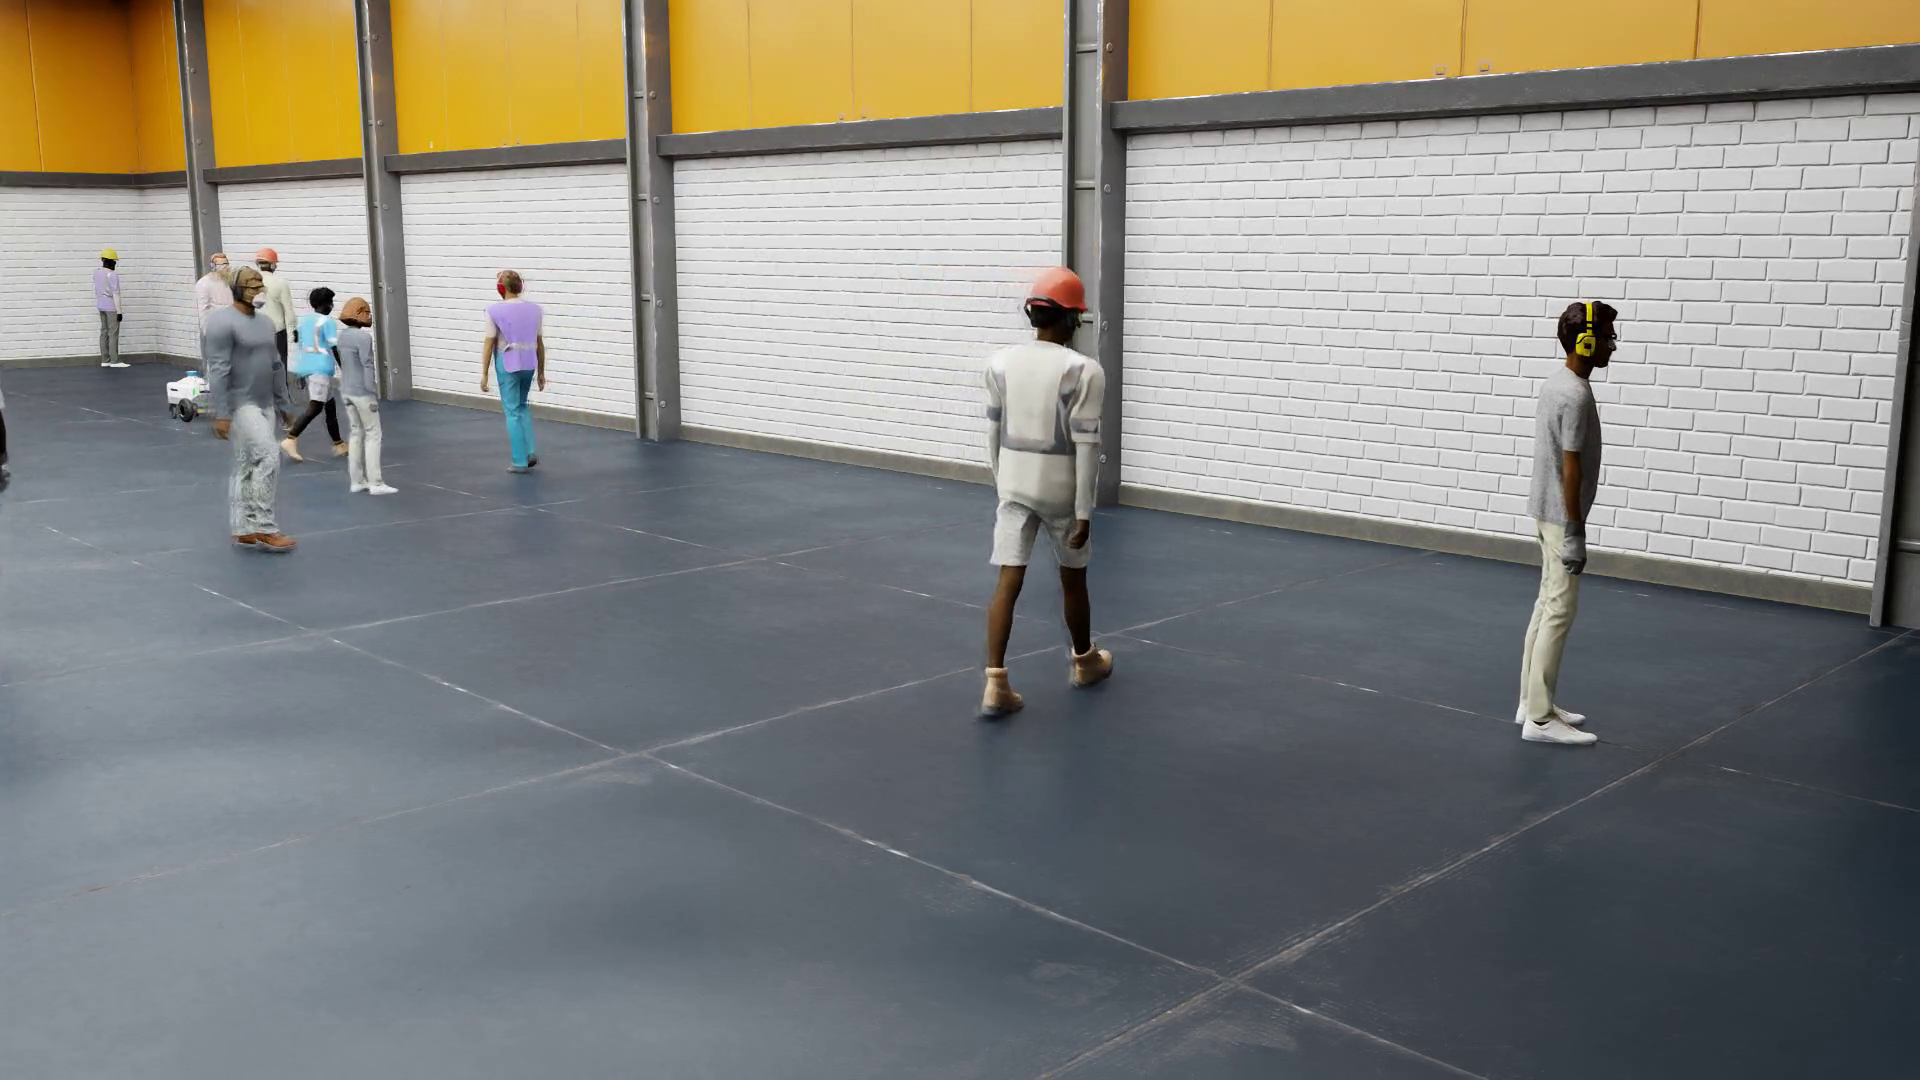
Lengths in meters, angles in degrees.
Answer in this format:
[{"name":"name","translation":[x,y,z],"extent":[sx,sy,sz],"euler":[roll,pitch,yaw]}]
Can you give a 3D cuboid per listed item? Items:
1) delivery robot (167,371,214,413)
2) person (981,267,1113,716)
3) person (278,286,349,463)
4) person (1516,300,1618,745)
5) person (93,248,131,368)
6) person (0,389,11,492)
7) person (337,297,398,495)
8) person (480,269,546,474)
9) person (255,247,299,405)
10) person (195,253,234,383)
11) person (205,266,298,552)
[{"name":"delivery robot","translation":[-8.890,-1.715,19.284],"extent":[0.707,0.478,0.477],"euler":[9,14,40]},{"name":"person","translation":[0.381,-0.226,7.536],"extent":[0.632,1.995,1.041],"euler":[6,12,28]},{"name":"person","translation":[-6.146,-1.572,15.769],"extent":[0.613,1.651,0.817],"euler":[9,14,42]},{"name":"person","translation":[2.568,-0.073,7.032],"extent":[0.315,1.865,0.517],"euler":[2,11,11]},{"name":"person","translation":[-13.726,-3.742,26.886],"extent":[0.585,1.919,0.388],"euler":[6,12,30]},{"name":"person","translation":[-5.352,-0.426,8.723],"extent":[0.630,1.937,0.826],"euler":[-7,13,-35]},{"name":"person","translation":[-4.939,-1.187,13.750],"extent":[0.531,1.628,0.323],"euler":[10,14,43]},{"name":"person","translation":[-4.018,-1.499,14.915],"extent":[0.519,1.828,0.564],"euler":[8,13,38]},{"name":"person","translation":[-8.569,-2.637,20.681],"extent":[0.643,1.980,0.573],"euler":[2,11,12]},{"name":"person","translation":[-9.280,-2.657,20.999],"extent":[0.399,1.909,0.642],"euler":[5,12,27]},{"name":"person","translation":[-4.674,-0.868,11.196],"extent":[0.671,1.920,0.654],"euler":[1,10,8]}]
